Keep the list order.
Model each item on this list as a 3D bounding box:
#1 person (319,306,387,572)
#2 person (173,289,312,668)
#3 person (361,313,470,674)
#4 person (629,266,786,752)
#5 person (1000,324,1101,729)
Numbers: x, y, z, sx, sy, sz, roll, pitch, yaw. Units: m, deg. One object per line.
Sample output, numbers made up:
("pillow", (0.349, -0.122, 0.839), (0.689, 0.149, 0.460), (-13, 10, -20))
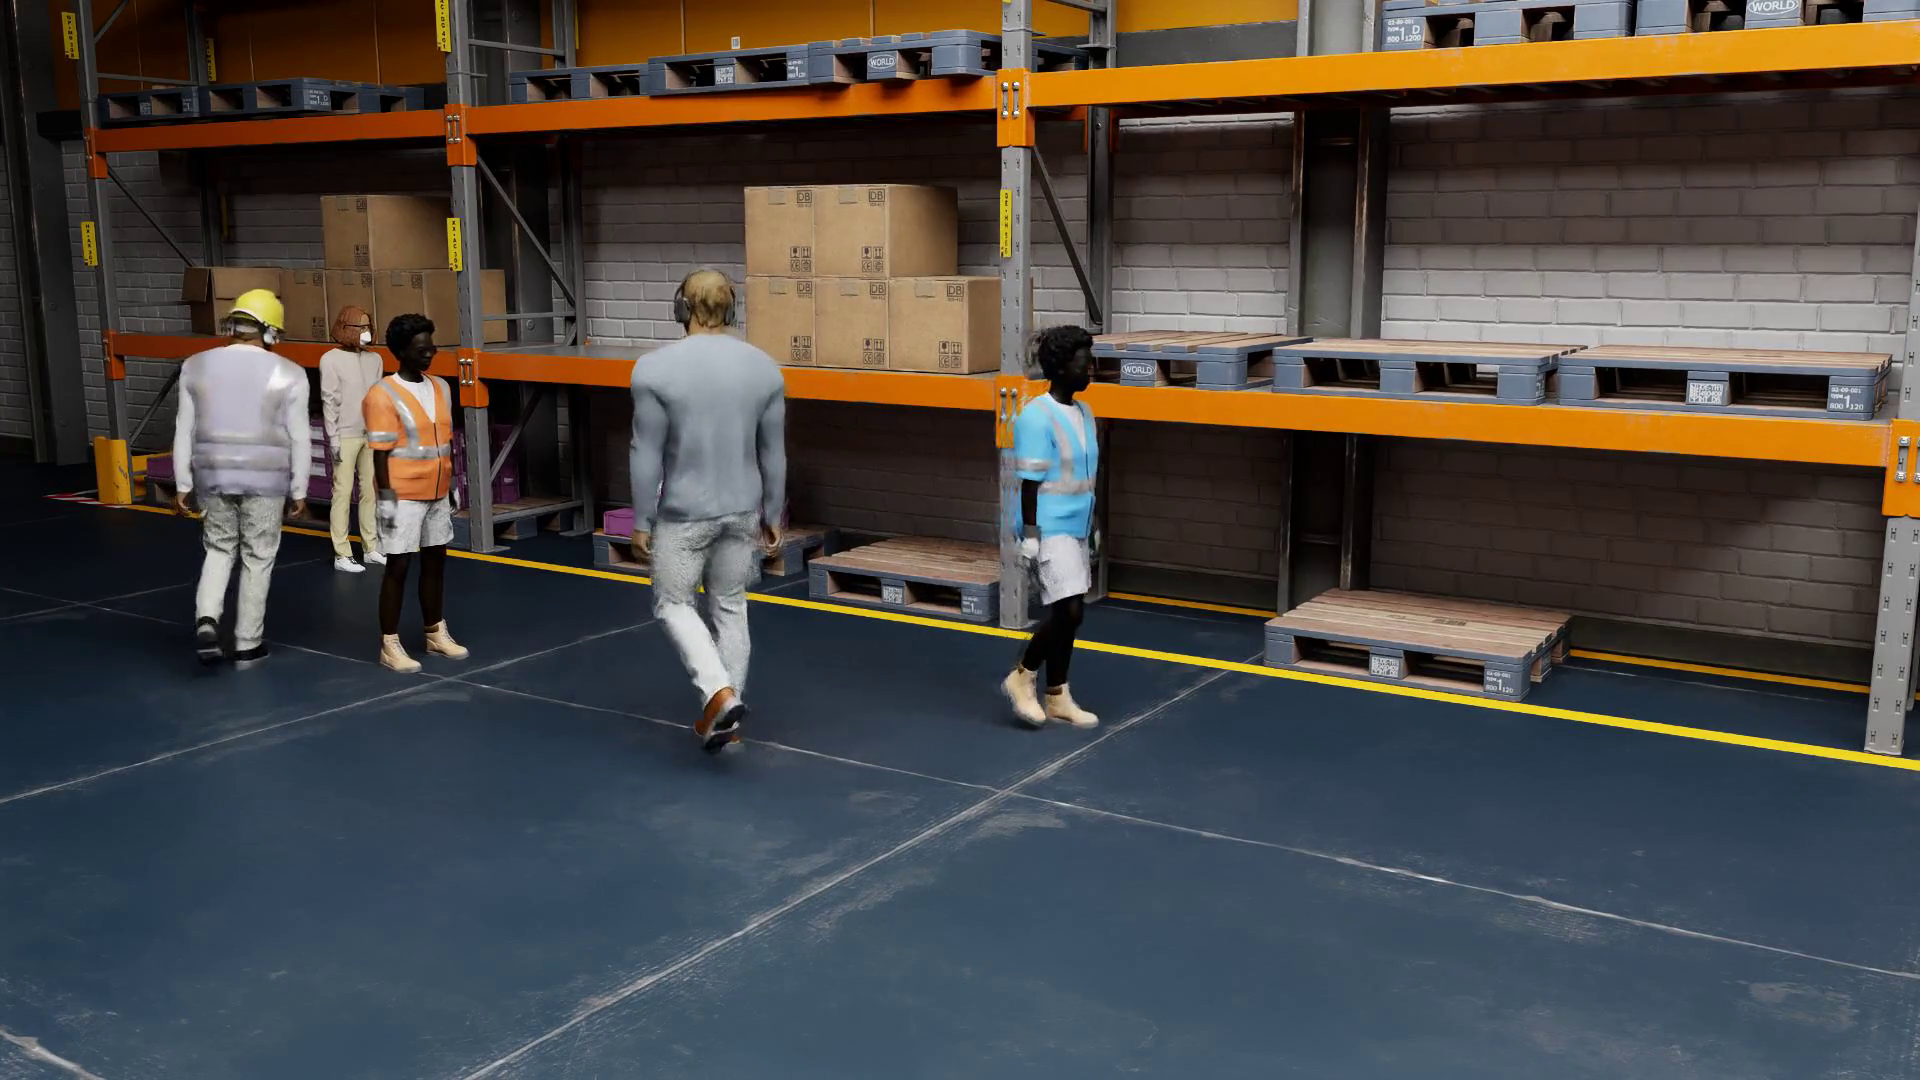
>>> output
("person", (-3.706, -0.622, 10.228), (0.277, 1.629, 0.496), (5, 11, 25))
("person", (-3.356, -0.268, 7.814), (0.633, 1.792, 0.569), (-1, 10, -7))
("person", (-2.568, -0.220, 7.839), (0.320, 1.687, 0.533), (5, 11, 24))
("person", (-0.944, -0.090, 6.451), (0.640, 1.922, 0.531), (-6, 12, -32))
("person", (0.421, -0.035, 6.796), (0.367, 1.684, 0.550), (6, 12, 29))
